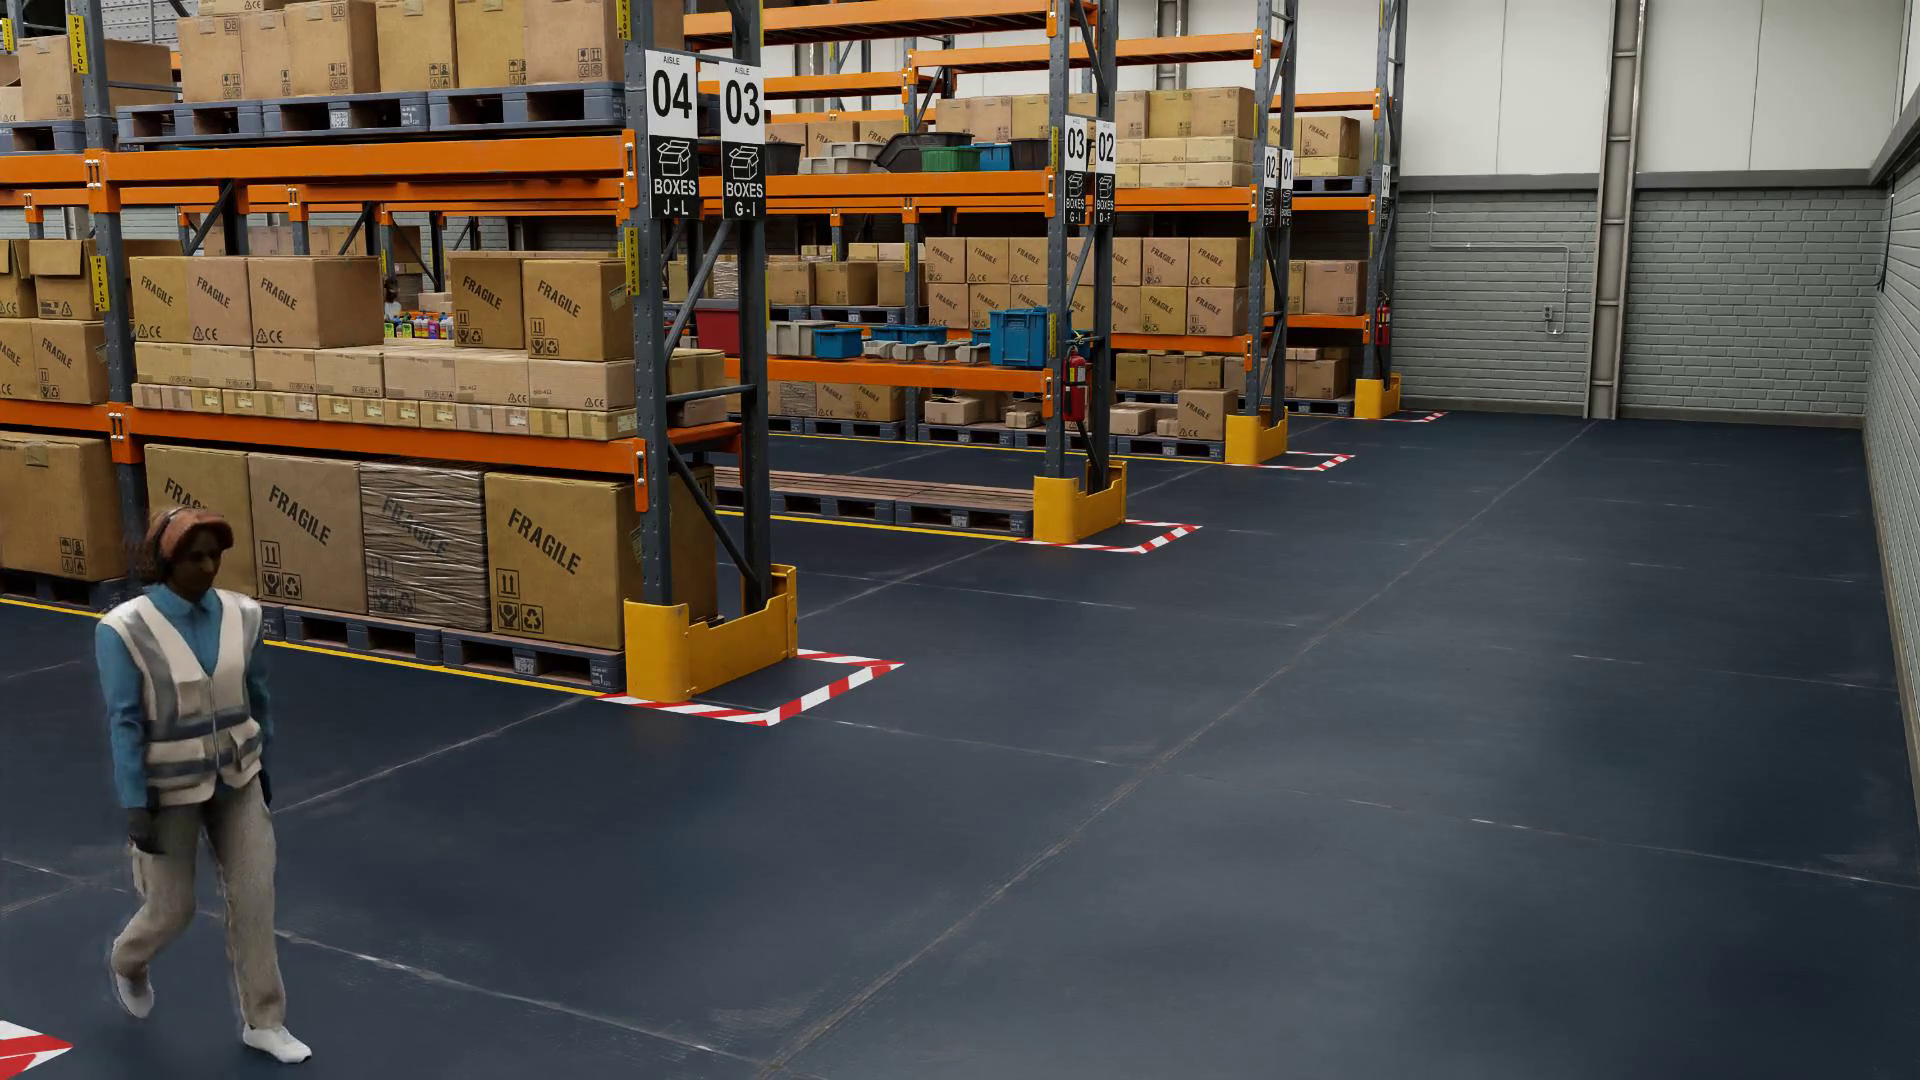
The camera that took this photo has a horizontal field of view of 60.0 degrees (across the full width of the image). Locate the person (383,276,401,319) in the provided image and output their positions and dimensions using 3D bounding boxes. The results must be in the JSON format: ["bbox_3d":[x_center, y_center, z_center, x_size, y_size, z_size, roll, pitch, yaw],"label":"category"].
[{"bbox_3d":[-6.943,-2.311,20.476,0.717,1.842,0.517,5,11,25],"label":"person"}]

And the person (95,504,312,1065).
[{"bbox_3d":[-2.187,0.689,4.717,0.623,1.614,0.516,7,13,34],"label":"person"}]
